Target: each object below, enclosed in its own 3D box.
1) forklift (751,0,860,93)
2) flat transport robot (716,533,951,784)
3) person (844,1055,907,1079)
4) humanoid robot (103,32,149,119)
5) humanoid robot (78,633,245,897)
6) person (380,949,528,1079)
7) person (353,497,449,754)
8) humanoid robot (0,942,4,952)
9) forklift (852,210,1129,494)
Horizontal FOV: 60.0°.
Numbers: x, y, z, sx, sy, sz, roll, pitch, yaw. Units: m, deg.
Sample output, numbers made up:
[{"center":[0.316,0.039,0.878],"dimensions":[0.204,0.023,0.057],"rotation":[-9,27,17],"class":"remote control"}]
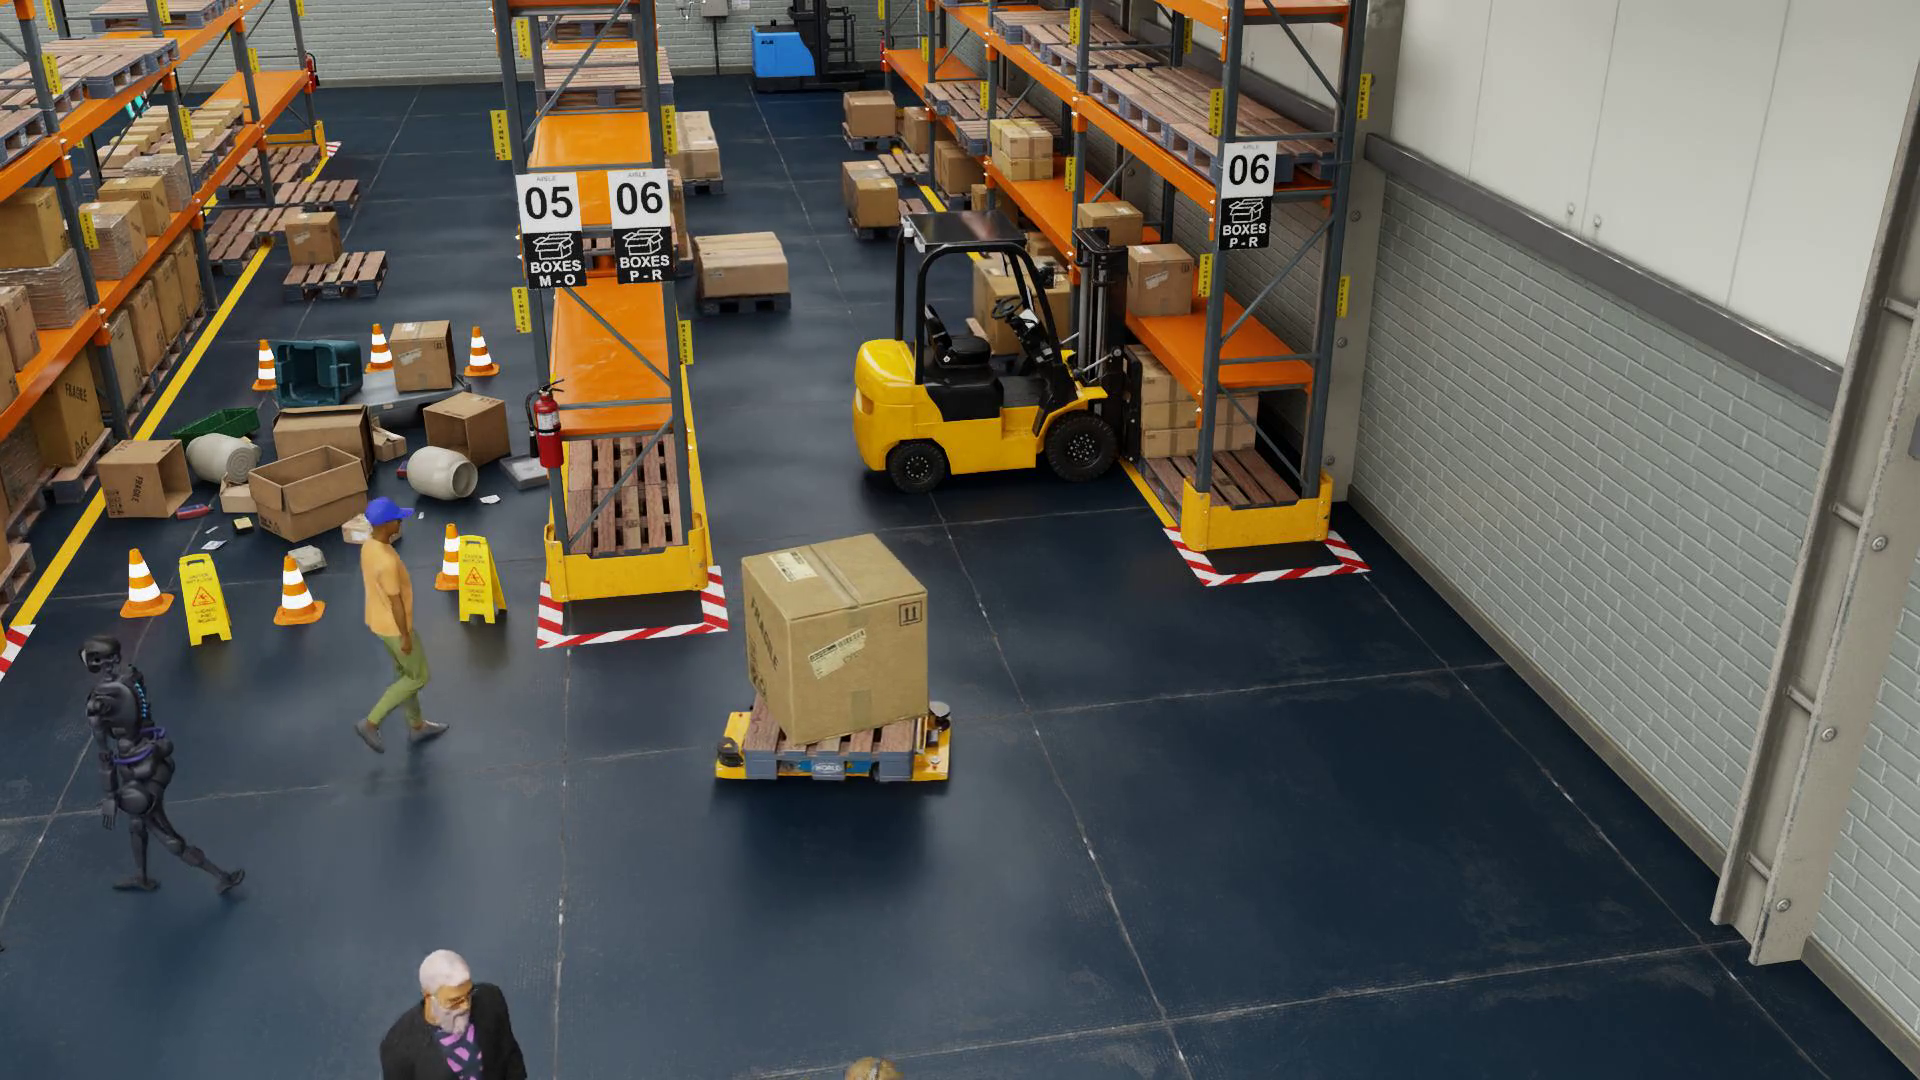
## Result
[{"center":[-2.872,-9.679,30.288],"dimensions":[1.873,2.768,1.129],"rotation":[-5,26,-10],"class":"forklift"},{"center":[-0.782,1.262,10.501],"dimensions":[1.431,0.231,0.659],"rotation":[1,26,1],"class":"flat transport robot"},{"center":[-0.370,2.552,5.913],"dimensions":[0.634,1.916,0.650],"rotation":[1,26,3],"class":"person"},{"center":[-12.976,-6.988,26.062],"dimensions":[0.559,1.810,0.945],"rotation":[-21,33,-37],"class":"humanoid robot"},{"center":[-4.371,1.252,8.980],"dimensions":[0.778,1.646,0.588],"rotation":[-1,26,-1],"class":"humanoid robot"},{"center":[-1.925,2.335,6.453],"dimensions":[0.556,1.833,0.478],"rotation":[-21,33,-37],"class":"person"},{"center":[-3.552,0.545,10.337],"dimensions":[0.559,1.694,0.467],"rotation":[-17,30,-31],"class":"person"},{"center":[-5.323,1.474,8.451],"dimensions":[0.445,1.641,0.595],"rotation":[-18,31,-33],"class":"humanoid robot"},{"center":[0.216,-1.659,14.366],"dimensions":[2.313,2.155,1.214],"rotation":[-5,26,-10],"class":"forklift"}]
